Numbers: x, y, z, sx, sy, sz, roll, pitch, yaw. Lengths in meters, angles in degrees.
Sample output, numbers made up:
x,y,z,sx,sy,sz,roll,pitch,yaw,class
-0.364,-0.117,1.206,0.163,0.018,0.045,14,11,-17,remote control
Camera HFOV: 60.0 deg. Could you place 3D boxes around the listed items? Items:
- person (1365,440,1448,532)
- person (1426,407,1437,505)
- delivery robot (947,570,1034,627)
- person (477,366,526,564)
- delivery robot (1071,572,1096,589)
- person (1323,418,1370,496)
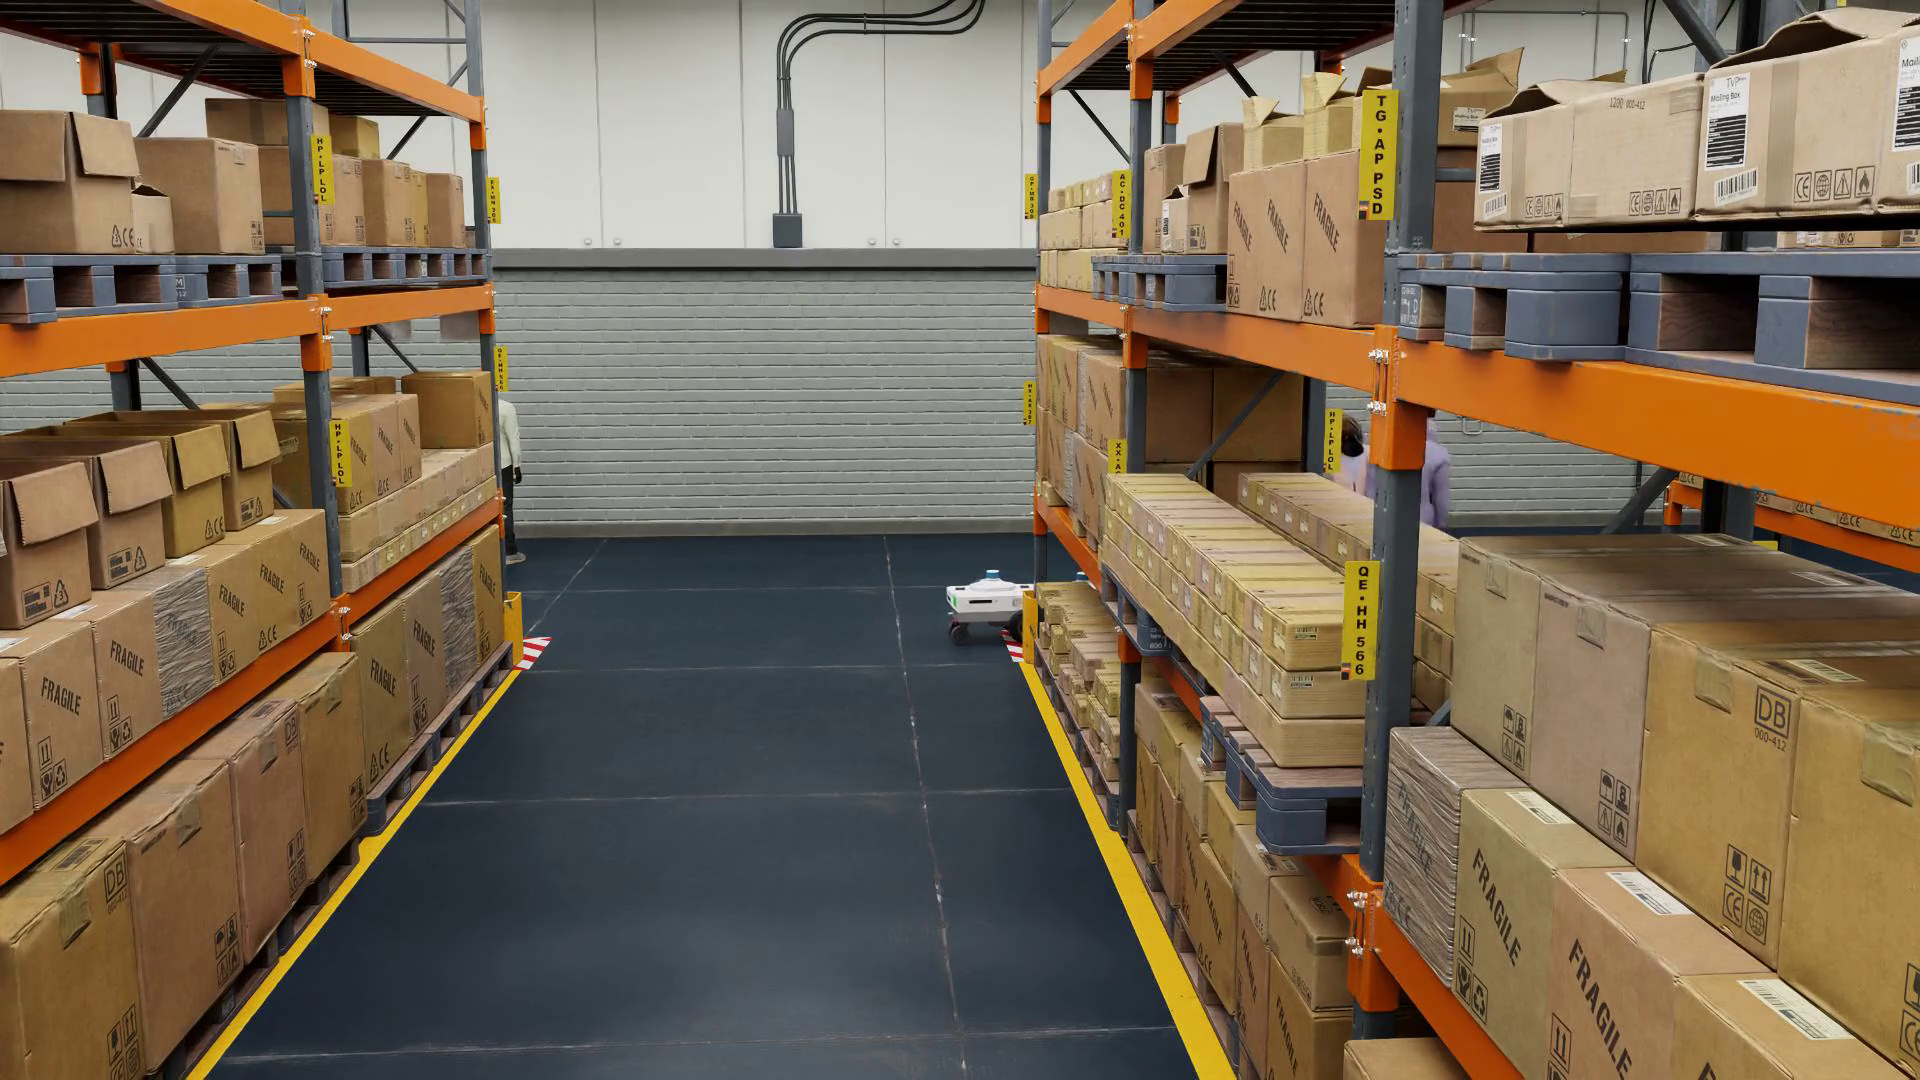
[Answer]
x,y,z,sx,sy,sz,roll,pitch,yaw,class
3.487,-0.122,13.089,0.658,1.897,0.900,2,10,10,person
4.208,-0.564,15.688,0.660,1.900,0.616,-1,10,-8,person
0.254,0.481,13.202,0.707,0.478,0.477,-1,10,-9,delivery robot
-4.625,-0.746,16.470,0.611,1.995,0.376,2,10,9,person
0.966,0.495,13.123,0.707,0.478,0.477,-5,11,-28,delivery robot
3.094,-0.067,13.113,0.649,1.782,0.853,1,10,5,person
